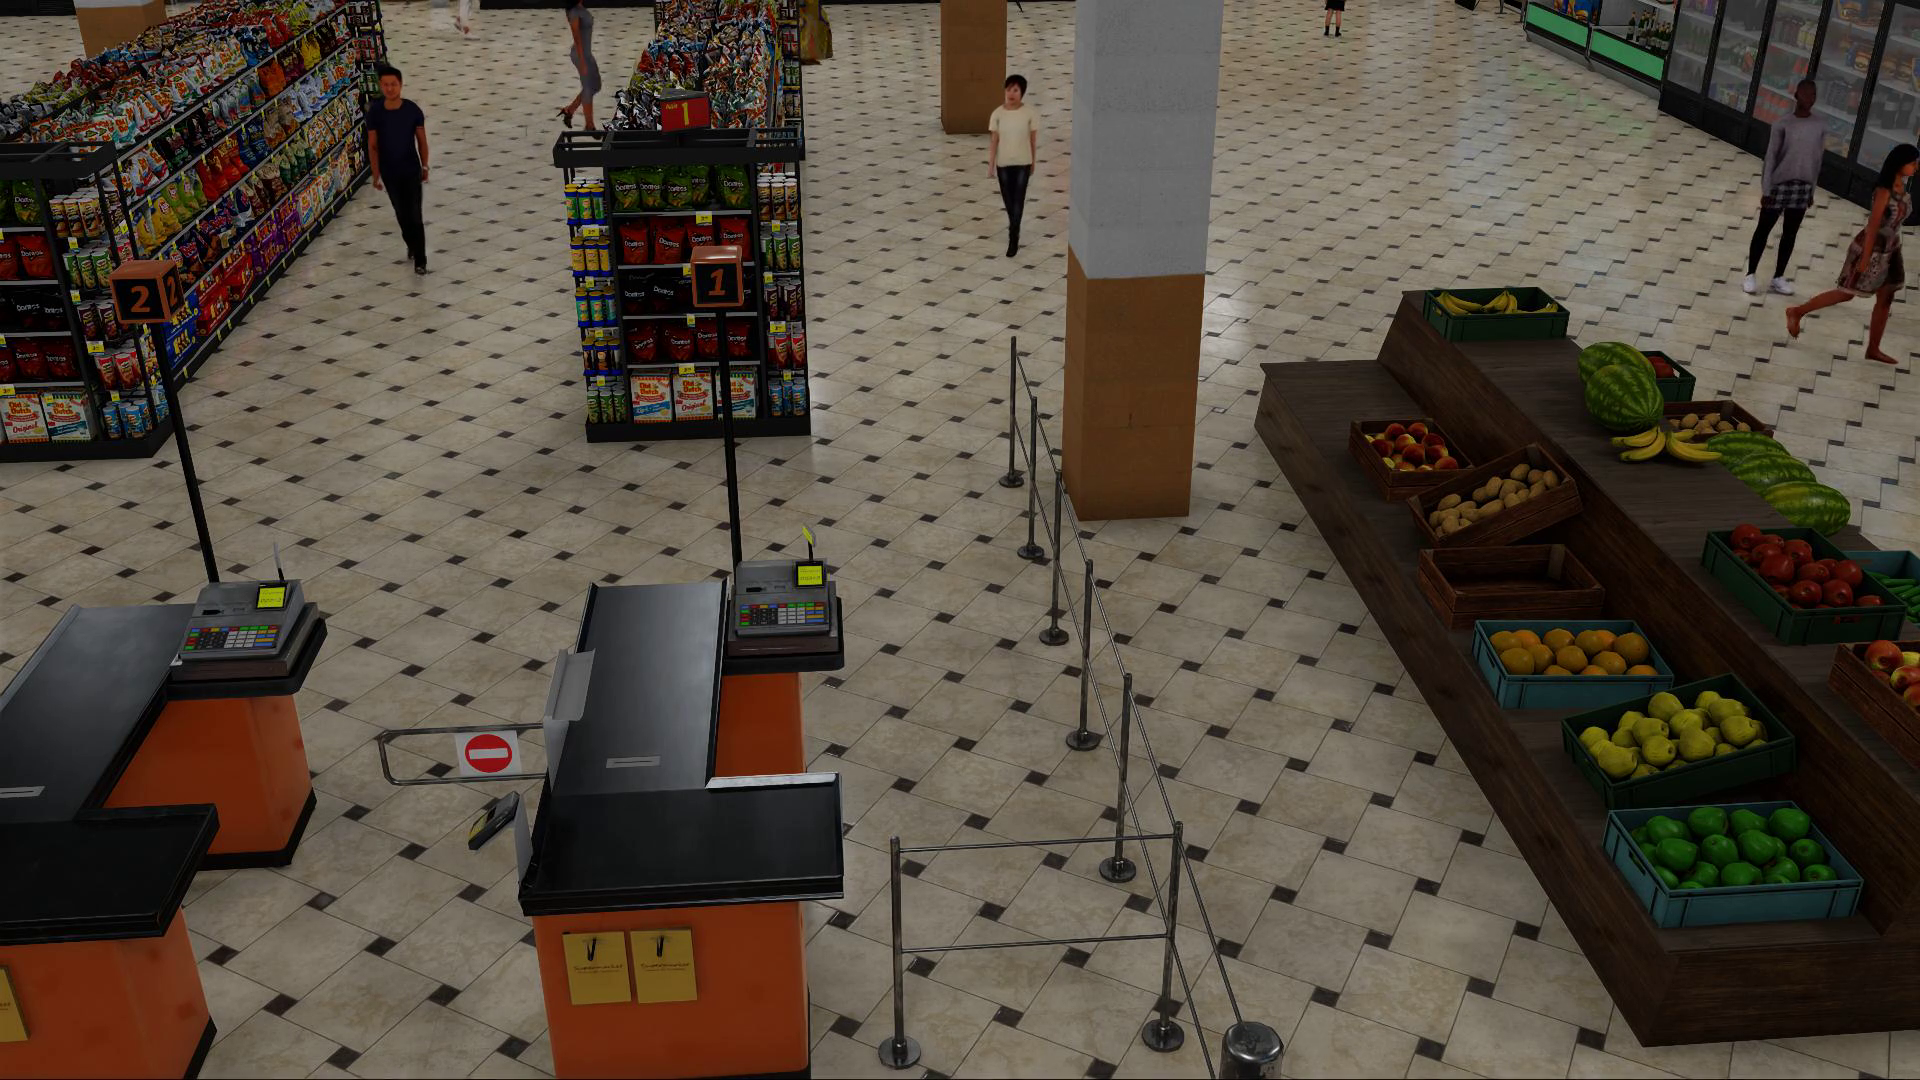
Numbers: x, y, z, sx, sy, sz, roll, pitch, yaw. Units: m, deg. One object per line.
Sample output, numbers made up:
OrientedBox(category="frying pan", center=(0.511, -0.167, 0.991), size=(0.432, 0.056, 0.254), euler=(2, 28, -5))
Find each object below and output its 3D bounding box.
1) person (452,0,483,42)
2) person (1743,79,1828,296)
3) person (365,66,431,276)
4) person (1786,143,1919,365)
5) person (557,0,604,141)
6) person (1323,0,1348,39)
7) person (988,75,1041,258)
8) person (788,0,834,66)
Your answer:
OrientedBox(category="person", center=(-7.332, -8.158, 24.253), size=(0.739, 1.690, 0.701), euler=(3, 27, 7))
OrientedBox(category="person", center=(6.911, -2.948, 13.889), size=(0.654, 1.771, 0.599), euler=(-1, 27, -1))
OrientedBox(category="person", center=(-4.850, -3.208, 14.435), size=(0.773, 1.741, 1.193), euler=(-7, 28, -13))
OrientedBox(category="person", center=(6.783, -2.164, 12.520), size=(1.024, 1.613, 1.162), euler=(-22, 34, -36))
OrientedBox(category="person", center=(-4.315, -5.368, 18.663), size=(0.674, 1.769, 0.685), euler=(-1, 27, -2))
OrientedBox(category="person", center=(5.575, -8.039, 24.668), size=(0.533, 1.103, 0.544), euler=(8, 28, 16))
OrientedBox(category="person", center=(0.491, -3.390, 15.005), size=(0.805, 1.551, 1.070), euler=(6, 28, 12))
OrientedBox(category="person", center=(-2.220, -7.269, 22.547), size=(0.872, 1.648, 0.848), euler=(-7, 28, -13))
